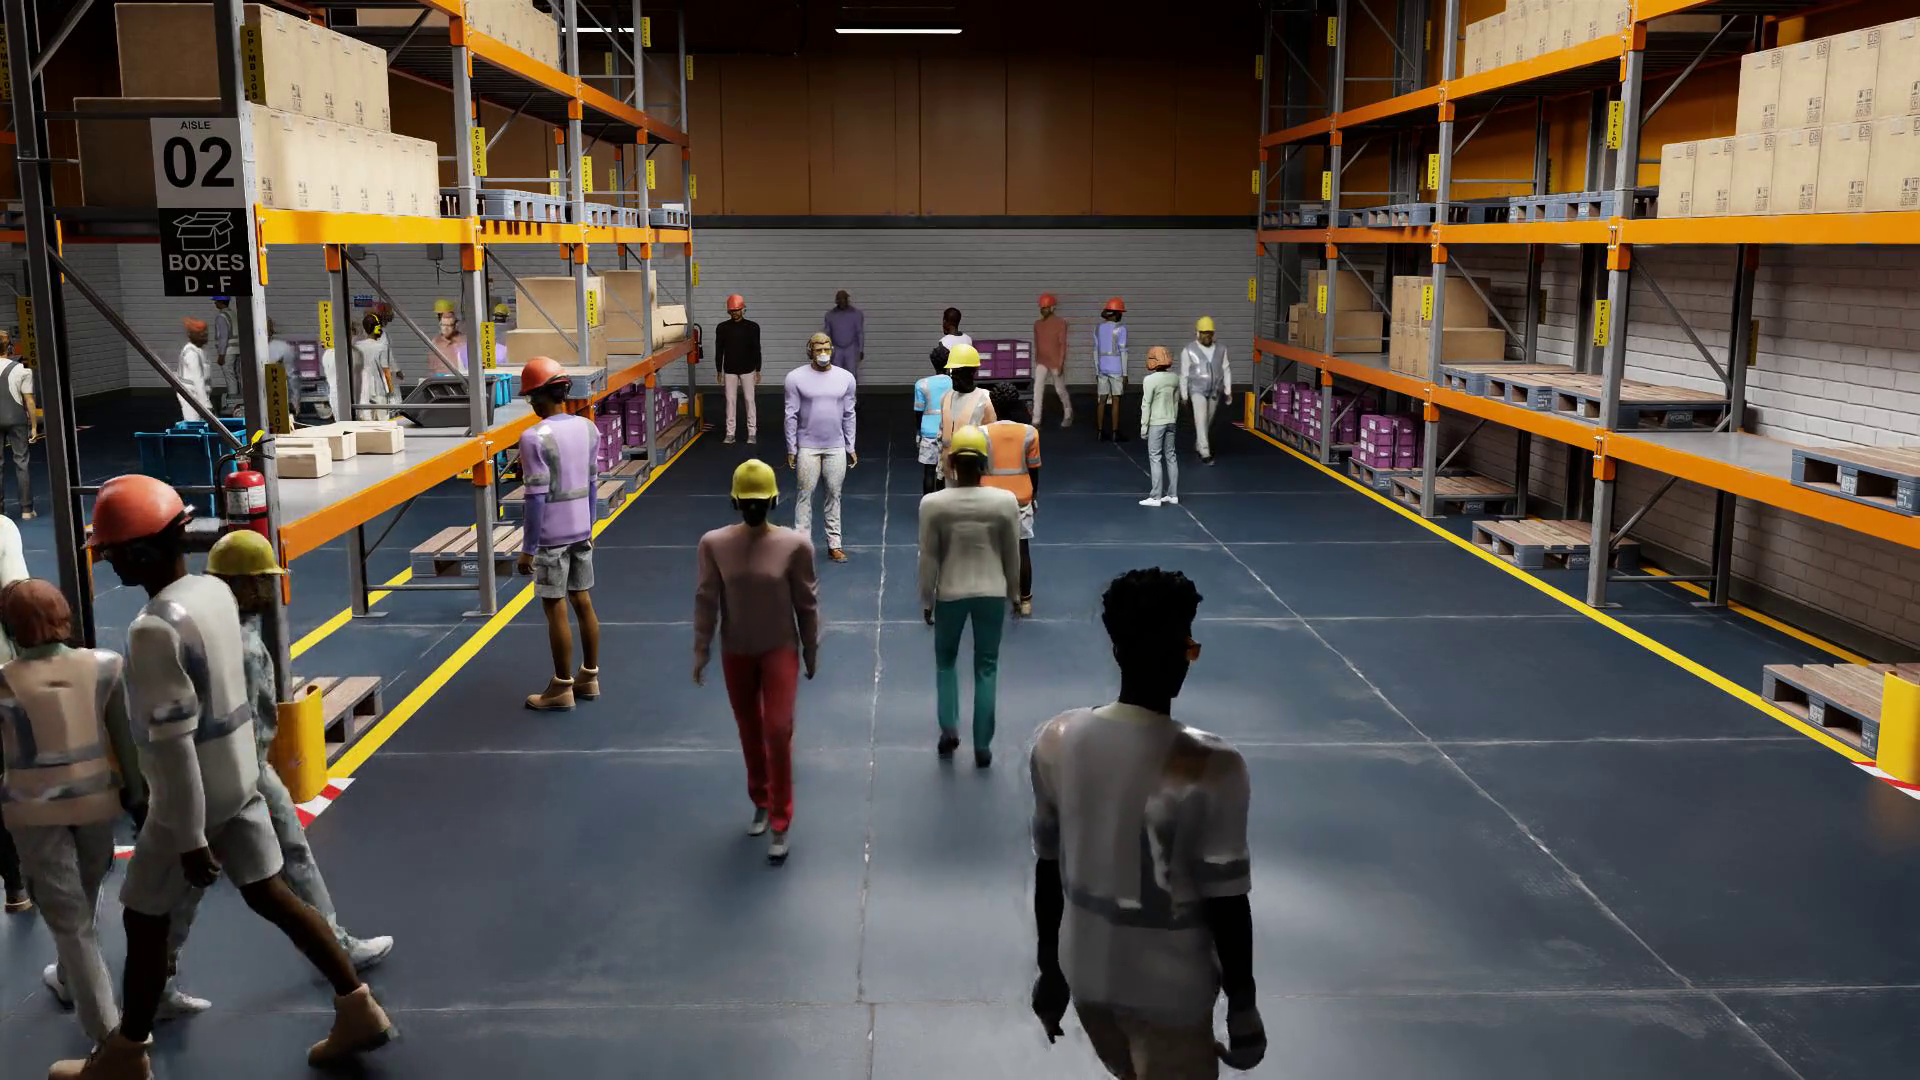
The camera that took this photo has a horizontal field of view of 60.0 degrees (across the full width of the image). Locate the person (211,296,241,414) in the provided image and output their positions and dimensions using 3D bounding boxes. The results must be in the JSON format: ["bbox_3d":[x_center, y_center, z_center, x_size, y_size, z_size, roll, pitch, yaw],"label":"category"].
[{"bbox_3d":[-11.420,-2.934,25.946,0.392,1.949,0.602,-1,10,-3],"label":"person"}]

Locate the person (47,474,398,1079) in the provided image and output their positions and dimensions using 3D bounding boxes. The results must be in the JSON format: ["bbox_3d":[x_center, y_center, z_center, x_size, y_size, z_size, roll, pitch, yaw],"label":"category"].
[{"bbox_3d":[-2.340,0.770,5.199,1.047,2.000,0.636,0,10,-1],"label":"person"}]

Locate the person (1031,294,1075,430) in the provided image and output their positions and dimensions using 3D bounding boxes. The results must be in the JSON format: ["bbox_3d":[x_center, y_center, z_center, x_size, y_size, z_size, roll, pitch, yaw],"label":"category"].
[{"bbox_3d":[1.329,-2.557,23.860,0.606,1.957,0.994,7,13,35],"label":"person"}]

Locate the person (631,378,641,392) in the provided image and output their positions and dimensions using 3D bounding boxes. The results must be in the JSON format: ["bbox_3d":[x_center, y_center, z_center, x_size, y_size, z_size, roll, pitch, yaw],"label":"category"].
[{"bbox_3d":[-5.056,-2.823,25.705,0.628,1.823,0.556,5,12,28],"label":"person"}]

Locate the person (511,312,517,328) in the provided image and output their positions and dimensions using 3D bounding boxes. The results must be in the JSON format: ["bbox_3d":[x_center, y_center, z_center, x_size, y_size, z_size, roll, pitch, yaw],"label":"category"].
[{"bbox_3d":[-6.463,-2.896,25.480,0.702,2.000,1.003,-1,10,-3],"label":"person"}]

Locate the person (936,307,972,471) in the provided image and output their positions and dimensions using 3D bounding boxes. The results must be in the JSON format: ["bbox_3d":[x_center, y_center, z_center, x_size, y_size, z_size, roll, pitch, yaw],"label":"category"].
[{"bbox_3d":[-0.070,-1.748,19.429,0.392,1.919,0.593,6,12,30],"label":"person"}]

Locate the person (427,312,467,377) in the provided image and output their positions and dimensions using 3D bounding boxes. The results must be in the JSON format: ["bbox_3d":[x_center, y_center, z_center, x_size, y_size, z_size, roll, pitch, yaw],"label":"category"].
[{"bbox_3d":[-5.997,-1.793,19.843,0.642,1.873,0.868,0,10,0],"label":"person"}]

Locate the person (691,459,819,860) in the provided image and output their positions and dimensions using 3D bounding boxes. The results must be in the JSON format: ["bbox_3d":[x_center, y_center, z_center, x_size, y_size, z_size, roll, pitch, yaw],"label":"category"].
[{"bbox_3d":[-0.909,0.516,7.302,0.535,1.738,0.744,1,10,7],"label":"person"}]

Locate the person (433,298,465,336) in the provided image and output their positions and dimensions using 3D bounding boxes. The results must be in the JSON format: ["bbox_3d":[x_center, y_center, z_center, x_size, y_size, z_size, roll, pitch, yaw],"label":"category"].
[{"bbox_3d":[-7.022,-2.359,22.852,0.596,1.909,0.421,10,14,44],"label":"person"}]

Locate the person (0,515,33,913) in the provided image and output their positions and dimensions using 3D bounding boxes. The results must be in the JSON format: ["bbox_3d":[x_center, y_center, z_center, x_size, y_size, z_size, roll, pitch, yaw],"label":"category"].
[{"bbox_3d":[-3.970,0.522,6.570,0.612,1.995,0.377,-4,11,-20],"label":"person"}]

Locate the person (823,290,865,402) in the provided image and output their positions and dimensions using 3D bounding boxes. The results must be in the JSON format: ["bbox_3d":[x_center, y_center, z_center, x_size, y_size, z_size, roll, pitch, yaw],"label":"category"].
[{"bbox_3d":[-1.897,-3.078,26.893,0.672,1.892,0.508,1,10,8],"label":"person"}]

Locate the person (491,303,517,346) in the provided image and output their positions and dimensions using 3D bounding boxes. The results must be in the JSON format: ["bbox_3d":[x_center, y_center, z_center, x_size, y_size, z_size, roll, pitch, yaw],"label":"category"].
[{"bbox_3d":[-6.468,-2.417,23.419,0.602,1.826,0.407,-3,10,-14],"label":"person"}]

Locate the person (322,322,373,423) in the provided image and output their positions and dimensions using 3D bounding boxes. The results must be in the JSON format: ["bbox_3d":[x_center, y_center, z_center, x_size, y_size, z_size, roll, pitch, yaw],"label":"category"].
[{"bbox_3d":[-6.395,-1.375,17.480,0.345,1.917,0.782,2,10,13],"label":"person"}]

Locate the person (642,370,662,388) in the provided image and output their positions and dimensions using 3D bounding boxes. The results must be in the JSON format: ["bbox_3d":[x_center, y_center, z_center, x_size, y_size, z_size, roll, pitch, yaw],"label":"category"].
[{"bbox_3d":[-5.098,-3.129,27.271,0.516,1.865,0.325,5,11,24],"label":"person"}]

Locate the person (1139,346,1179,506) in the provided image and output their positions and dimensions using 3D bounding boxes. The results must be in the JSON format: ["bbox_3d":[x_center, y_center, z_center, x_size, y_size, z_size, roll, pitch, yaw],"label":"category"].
[{"bbox_3d":[2.039,-1.160,16.978,0.497,1.626,0.288,-9,13,-40],"label":"person"}]

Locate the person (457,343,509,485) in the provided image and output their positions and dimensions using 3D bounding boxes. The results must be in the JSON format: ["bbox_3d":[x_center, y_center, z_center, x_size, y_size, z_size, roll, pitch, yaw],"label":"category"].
[{"bbox_3d":[-5.265,-1.535,18.473,0.565,1.836,0.379,-3,11,-19],"label":"person"}]

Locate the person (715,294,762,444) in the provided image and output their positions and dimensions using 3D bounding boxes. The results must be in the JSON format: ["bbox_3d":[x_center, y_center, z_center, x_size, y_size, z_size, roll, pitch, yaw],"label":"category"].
[{"bbox_3d":[-2.944,-2.260,22.096,0.620,1.986,0.400,0,10,0],"label":"person"}]

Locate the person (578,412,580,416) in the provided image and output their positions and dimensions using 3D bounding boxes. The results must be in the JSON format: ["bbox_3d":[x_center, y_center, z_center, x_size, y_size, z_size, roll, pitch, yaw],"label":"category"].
[{"bbox_3d":[-6.103,-2.793,25.466,0.633,1.839,0.429,3,11,17],"label":"person"}]

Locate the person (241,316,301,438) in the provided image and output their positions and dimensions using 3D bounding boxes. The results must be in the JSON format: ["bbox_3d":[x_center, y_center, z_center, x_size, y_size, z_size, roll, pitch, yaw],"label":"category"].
[{"bbox_3d":[-7.587,-1.558,18.440,0.638,1.905,0.928,2,10,13],"label":"person"}]

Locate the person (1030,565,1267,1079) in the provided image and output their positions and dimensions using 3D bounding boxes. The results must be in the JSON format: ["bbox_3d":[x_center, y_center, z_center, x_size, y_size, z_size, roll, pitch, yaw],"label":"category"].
[{"bbox_3d":[0.378,1.025,3.917,0.790,1.942,0.613,-8,13,-39],"label":"person"}]

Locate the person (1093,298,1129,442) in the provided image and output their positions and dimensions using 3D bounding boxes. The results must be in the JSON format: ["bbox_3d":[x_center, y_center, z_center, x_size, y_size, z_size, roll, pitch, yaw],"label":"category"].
[{"bbox_3d":[2.054,-2.280,22.341,0.551,1.933,0.376,10,14,44],"label":"person"}]

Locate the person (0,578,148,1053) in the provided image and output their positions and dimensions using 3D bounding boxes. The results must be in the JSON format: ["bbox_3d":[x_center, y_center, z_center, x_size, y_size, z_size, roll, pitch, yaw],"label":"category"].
[{"bbox_3d":[-2.993,0.911,5.526,0.887,1.592,0.524,9,14,41],"label":"person"}]

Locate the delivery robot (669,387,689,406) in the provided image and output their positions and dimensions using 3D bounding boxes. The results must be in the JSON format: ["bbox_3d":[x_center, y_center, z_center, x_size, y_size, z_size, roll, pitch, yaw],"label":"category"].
[{"bbox_3d":[-4.151,-1.995,24.339,0.477,0.478,0.707,-8,13,-38],"label":"delivery robot"}]

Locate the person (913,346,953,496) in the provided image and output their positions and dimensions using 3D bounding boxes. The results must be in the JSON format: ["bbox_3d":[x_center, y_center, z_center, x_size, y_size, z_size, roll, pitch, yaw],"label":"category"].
[{"bbox_3d":[-0.179,-1.006,15.937,0.533,1.690,0.322,-1,10,-5],"label":"person"}]

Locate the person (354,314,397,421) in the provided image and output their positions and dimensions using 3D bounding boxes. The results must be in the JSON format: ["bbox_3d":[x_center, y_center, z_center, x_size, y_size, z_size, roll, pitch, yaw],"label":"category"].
[{"bbox_3d":[-6.655,-1.639,18.956,0.538,1.869,0.313,4,11,20],"label":"person"}]

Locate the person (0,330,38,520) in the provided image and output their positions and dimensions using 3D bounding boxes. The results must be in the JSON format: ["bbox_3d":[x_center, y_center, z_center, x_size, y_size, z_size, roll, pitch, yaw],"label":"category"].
[{"bbox_3d":[-9.172,-1.093,16.019,0.510,1.840,0.338,-4,11,-19],"label":"person"}]

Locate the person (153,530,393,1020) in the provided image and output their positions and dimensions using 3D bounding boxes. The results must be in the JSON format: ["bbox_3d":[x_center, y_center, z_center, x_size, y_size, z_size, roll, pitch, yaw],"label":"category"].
[{"bbox_3d":[-2.529,0.809,5.822,0.489,1.699,0.901,9,14,42],"label":"person"}]

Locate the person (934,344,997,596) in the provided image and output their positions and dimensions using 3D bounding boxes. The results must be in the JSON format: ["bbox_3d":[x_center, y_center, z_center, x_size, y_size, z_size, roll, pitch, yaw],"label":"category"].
[{"bbox_3d":[0.040,-0.503,12.463,0.585,1.928,0.370,9,14,42],"label":"person"}]

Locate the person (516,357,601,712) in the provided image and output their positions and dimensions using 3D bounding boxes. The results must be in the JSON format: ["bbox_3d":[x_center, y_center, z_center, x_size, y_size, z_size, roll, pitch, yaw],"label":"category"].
[{"bbox_3d":[-2.321,-0.030,9.538,0.390,2.034,0.605,5,11,25],"label":"person"}]

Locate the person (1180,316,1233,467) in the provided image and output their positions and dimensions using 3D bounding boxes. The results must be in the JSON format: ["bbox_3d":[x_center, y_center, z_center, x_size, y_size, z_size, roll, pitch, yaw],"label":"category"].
[{"bbox_3d":[2.975,-1.818,20.179,0.584,1.793,0.923,-3,11,-15],"label":"person"}]

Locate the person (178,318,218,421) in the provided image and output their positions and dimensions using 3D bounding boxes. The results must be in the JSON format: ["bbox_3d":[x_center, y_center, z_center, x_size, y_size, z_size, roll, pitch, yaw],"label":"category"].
[{"bbox_3d":[-8.464,-1.562,18.610,0.720,1.842,0.654,-1,10,-6],"label":"person"}]

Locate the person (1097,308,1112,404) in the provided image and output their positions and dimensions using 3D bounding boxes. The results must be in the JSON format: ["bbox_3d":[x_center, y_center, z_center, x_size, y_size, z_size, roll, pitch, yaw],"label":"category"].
[{"bbox_3d":[2.456,-3.070,27.585,0.288,1.633,0.501,-4,11,-23],"label":"person"}]

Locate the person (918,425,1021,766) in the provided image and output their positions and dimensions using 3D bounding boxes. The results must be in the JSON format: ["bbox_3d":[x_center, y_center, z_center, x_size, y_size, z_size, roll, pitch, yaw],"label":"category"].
[{"bbox_3d":[0.051,0.285,8.589,0.535,1.752,0.476,0,10,-1],"label":"person"}]

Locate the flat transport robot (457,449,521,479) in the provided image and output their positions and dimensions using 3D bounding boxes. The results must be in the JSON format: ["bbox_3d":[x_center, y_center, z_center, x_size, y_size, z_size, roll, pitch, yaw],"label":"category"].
[{"bbox_3d":[-5.333,-0.894,19.256,0.652,0.197,1.431,-1,10,-3],"label":"flat transport robot"}]

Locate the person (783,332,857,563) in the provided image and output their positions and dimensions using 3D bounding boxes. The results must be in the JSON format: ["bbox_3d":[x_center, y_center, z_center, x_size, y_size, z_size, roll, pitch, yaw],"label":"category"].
[{"bbox_3d":[-1.155,-0.762,13.876,0.627,1.941,0.371,-4,11,-19],"label":"person"}]

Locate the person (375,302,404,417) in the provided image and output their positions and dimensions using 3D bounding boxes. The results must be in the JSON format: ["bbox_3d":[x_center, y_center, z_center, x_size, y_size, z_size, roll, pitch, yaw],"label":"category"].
[{"bbox_3d":[-7.930,-2.382,23.137,0.895,1.845,0.581,-3,10,-14],"label":"person"}]

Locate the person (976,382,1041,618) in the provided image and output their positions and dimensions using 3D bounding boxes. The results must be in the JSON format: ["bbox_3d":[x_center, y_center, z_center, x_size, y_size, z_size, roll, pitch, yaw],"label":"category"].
[{"bbox_3d":[0.314,-0.276,11.843,0.539,1.695,0.319,-3,10,-14],"label":"person"}]
